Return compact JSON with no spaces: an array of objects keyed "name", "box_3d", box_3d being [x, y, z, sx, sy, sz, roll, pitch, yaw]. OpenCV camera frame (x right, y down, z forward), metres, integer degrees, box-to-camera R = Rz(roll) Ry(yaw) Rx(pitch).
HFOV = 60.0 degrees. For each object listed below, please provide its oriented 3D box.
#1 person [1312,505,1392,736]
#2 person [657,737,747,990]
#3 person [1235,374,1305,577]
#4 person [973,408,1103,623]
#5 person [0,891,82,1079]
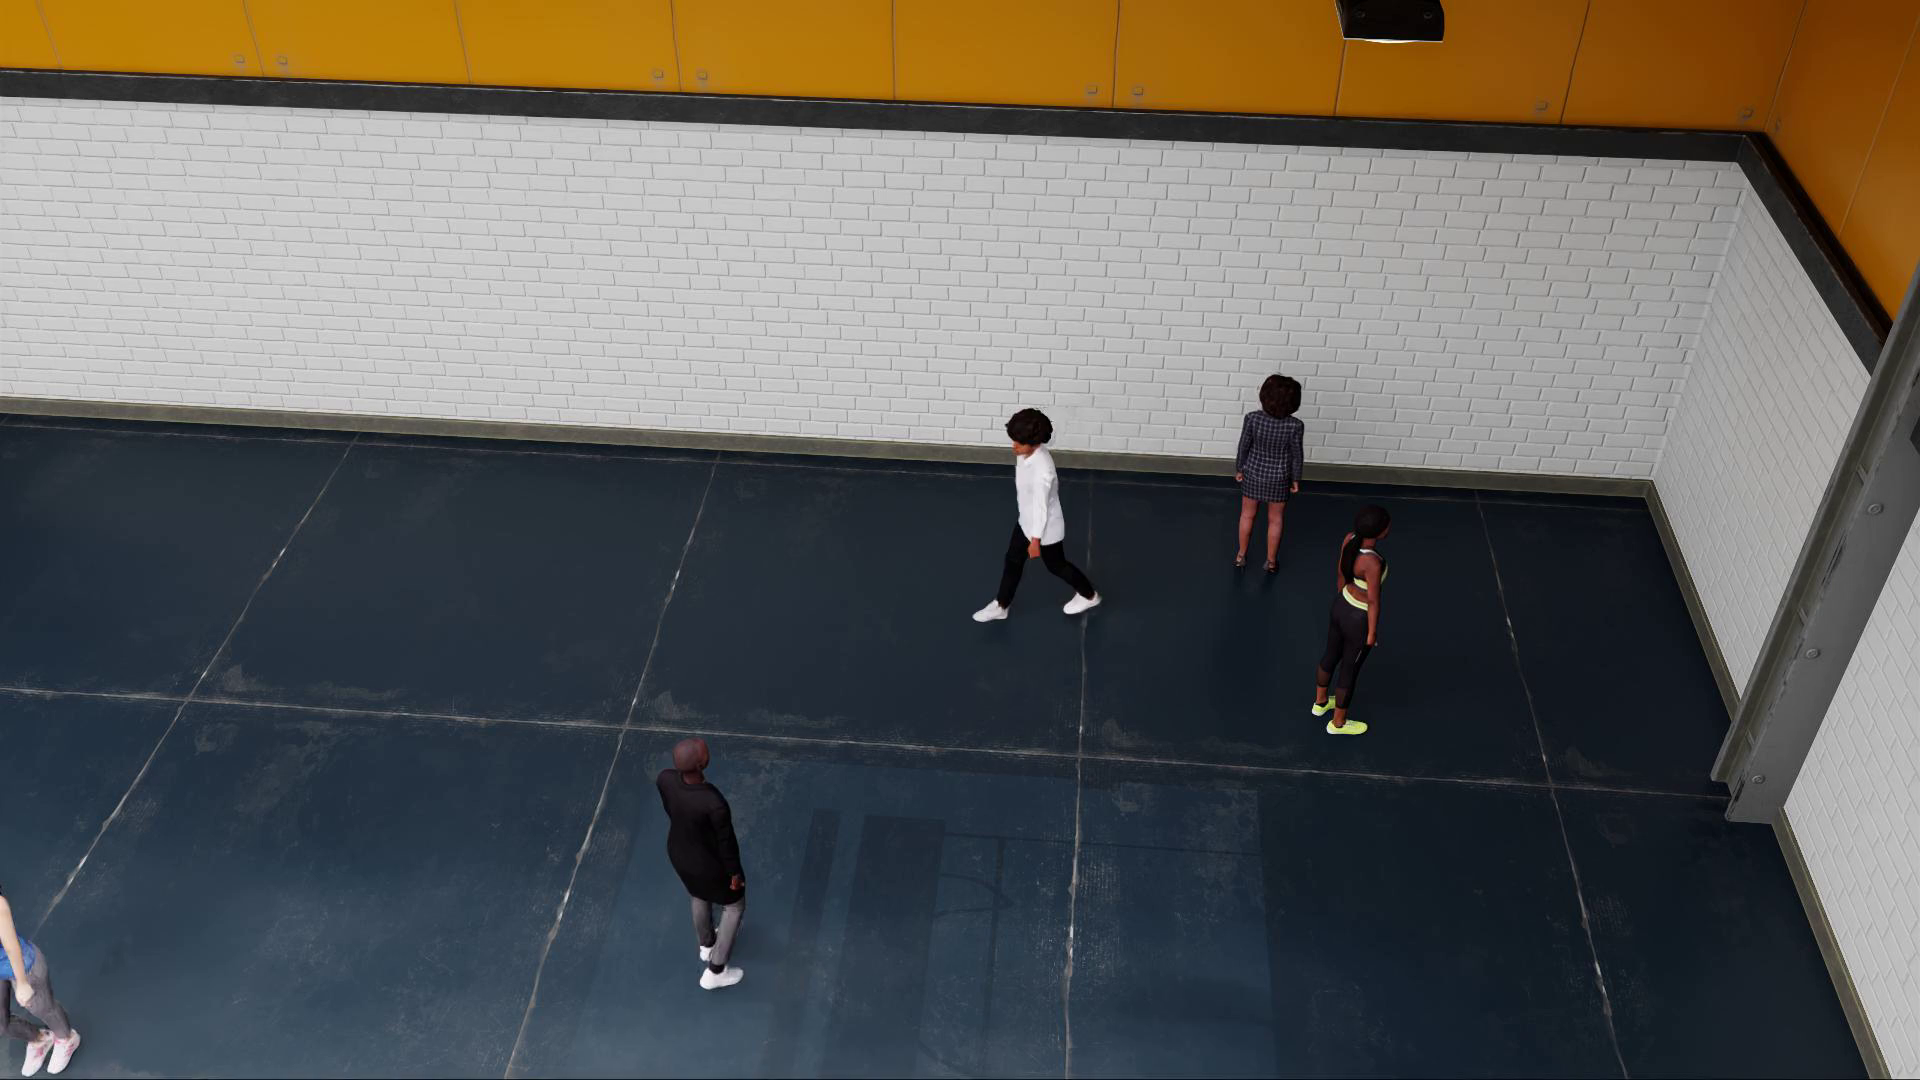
[{"name":"person","box_3d":[2.474,0.498,10.507,0.692,1.755,0.578,-12,40,-15]},{"name":"person","box_3d":[-1.412,1.742,8.949,0.805,1.758,0.860,21,43,24]},{"name":"person","box_3d":[2.168,-0.442,11.731,0.667,1.698,0.619,11,40,14]},{"name":"person","box_3d":[0.629,-0.144,11.300,1.030,1.769,1.197,-8,39,-9]},{"name":"person","box_3d":[-4.863,2.149,8.568,0.556,1.596,0.564,4,39,4]}]
